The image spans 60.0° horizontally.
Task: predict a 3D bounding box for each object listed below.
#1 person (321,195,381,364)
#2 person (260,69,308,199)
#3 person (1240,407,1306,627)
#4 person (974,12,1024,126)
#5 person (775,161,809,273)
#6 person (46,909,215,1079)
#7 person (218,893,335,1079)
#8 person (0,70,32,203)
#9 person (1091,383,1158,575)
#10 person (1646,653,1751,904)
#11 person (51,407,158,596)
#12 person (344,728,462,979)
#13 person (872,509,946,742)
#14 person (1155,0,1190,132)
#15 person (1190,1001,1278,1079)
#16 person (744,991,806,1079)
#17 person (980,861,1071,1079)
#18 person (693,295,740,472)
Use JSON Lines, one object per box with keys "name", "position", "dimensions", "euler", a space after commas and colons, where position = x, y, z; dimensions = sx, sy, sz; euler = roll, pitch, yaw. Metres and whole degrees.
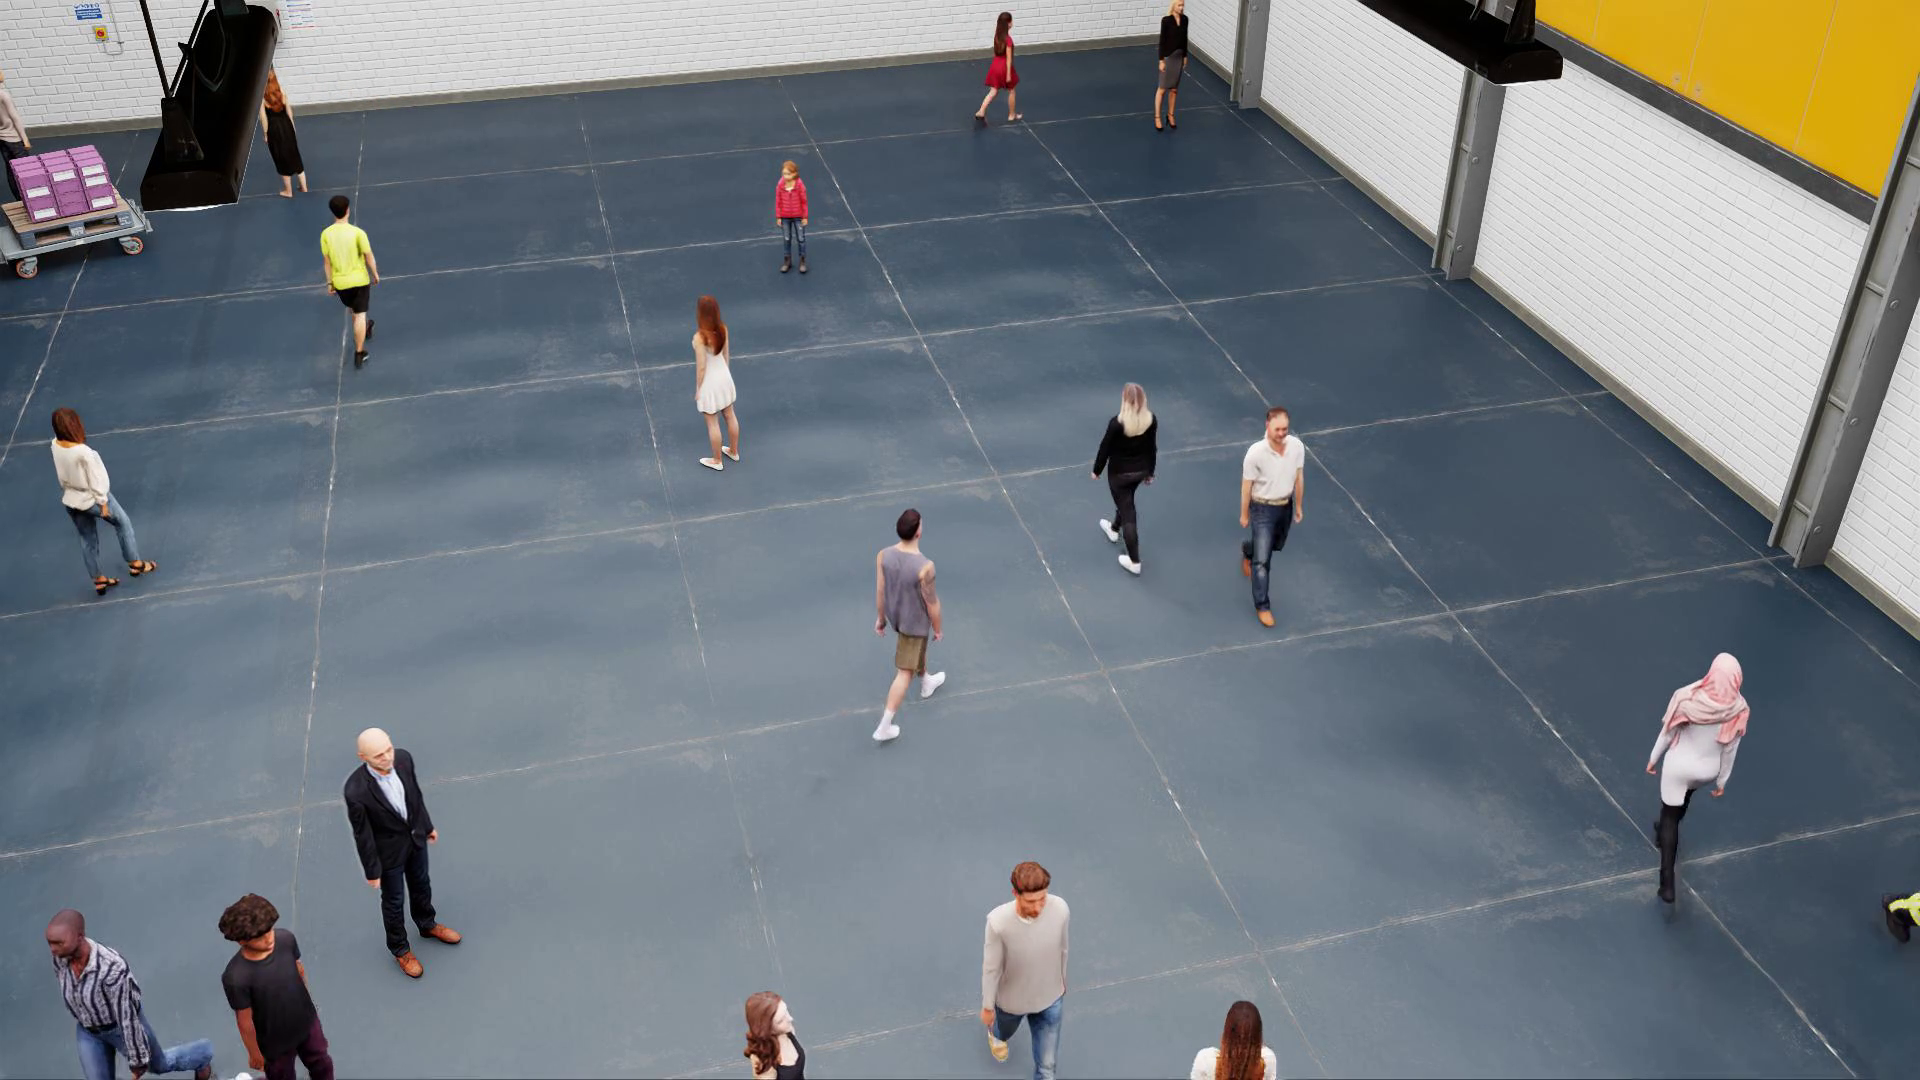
{"name": "person", "position": [-6.220, -2.613, 16.943], "dimensions": [0.795, 1.658, 1.159], "euler": [-1, 34, -2]}
{"name": "person", "position": [-8.442, -5.067, 20.663], "dimensions": [0.722, 1.625, 0.676], "euler": [25, 41, 32]}
{"name": "person", "position": [2.456, -0.295, 13.298], "dimensions": [0.666, 1.832, 1.117], "euler": [-8, 35, -12]}
{"name": "person", "position": [0.520, -6.441, 22.816], "dimensions": [0.886, 1.532, 1.026], "euler": [-24, 41, -32]}
{"name": "person", "position": [-1.896, -3.671, 18.845], "dimensions": [0.571, 1.315, 0.564], "euler": [2, 34, 3]}
{"name": "person", "position": [-4.488, 2.617, 8.984], "dimensions": [0.938, 1.758, 1.205], "euler": [5, 34, 8]}
{"name": "person", "position": [-3.731, 2.594, 9.013], "dimensions": [1.008, 1.765, 0.991], "euler": [13, 36, 19]}
{"name": "person", "position": [-11.490, -4.844, 20.115], "dimensions": [0.744, 1.862, 0.778], "euler": [13, 36, 18]}
{"name": "person", "position": [1.435, -0.470, 13.723], "dimensions": [0.762, 1.654, 1.039], "euler": [-17, 37, -24]}
{"name": "person", "position": [4.666, 1.529, 10.616], "dimensions": [1.027, 1.764, 1.250], "euler": [8, 34, 12]}
{"name": "person", "position": [-7.097, -0.277, 13.419], "dimensions": [0.823, 1.669, 0.892], "euler": [11, 35, 17]}
{"name": "person", "position": [-3.418, 1.844, 10.110], "dimensions": [0.809, 1.798, 0.756], "euler": [18, 38, 25]}
{"name": "person", "position": [-0.412, 0.633, 11.998], "dimensions": [1.187, 1.810, 1.215], "euler": [20, 39, 28]}
{"name": "person", "position": [2.867, -6.484, 22.601], "dimensions": [0.646, 1.840, 0.610], "euler": [-16, 37, -23]}
{"name": "person", "position": [1.368, 3.082, 8.400], "dimensions": [0.872, 1.629, 1.223], "euler": [1, 34, 1]}
{"name": "person", "position": [-0.930, 2.942, 8.506], "dimensions": [0.708, 1.746, 0.589], "euler": [5, 34, 7]}
{"name": "person", "position": [0.336, 2.435, 9.158], "dimensions": [0.658, 1.869, 1.183], "euler": [-8, 34, -12]}
{"name": "person", "position": [-2.229, -1.443, 15.134], "dimensions": [0.686, 1.712, 0.648], "euler": [24, 41, 32]}
